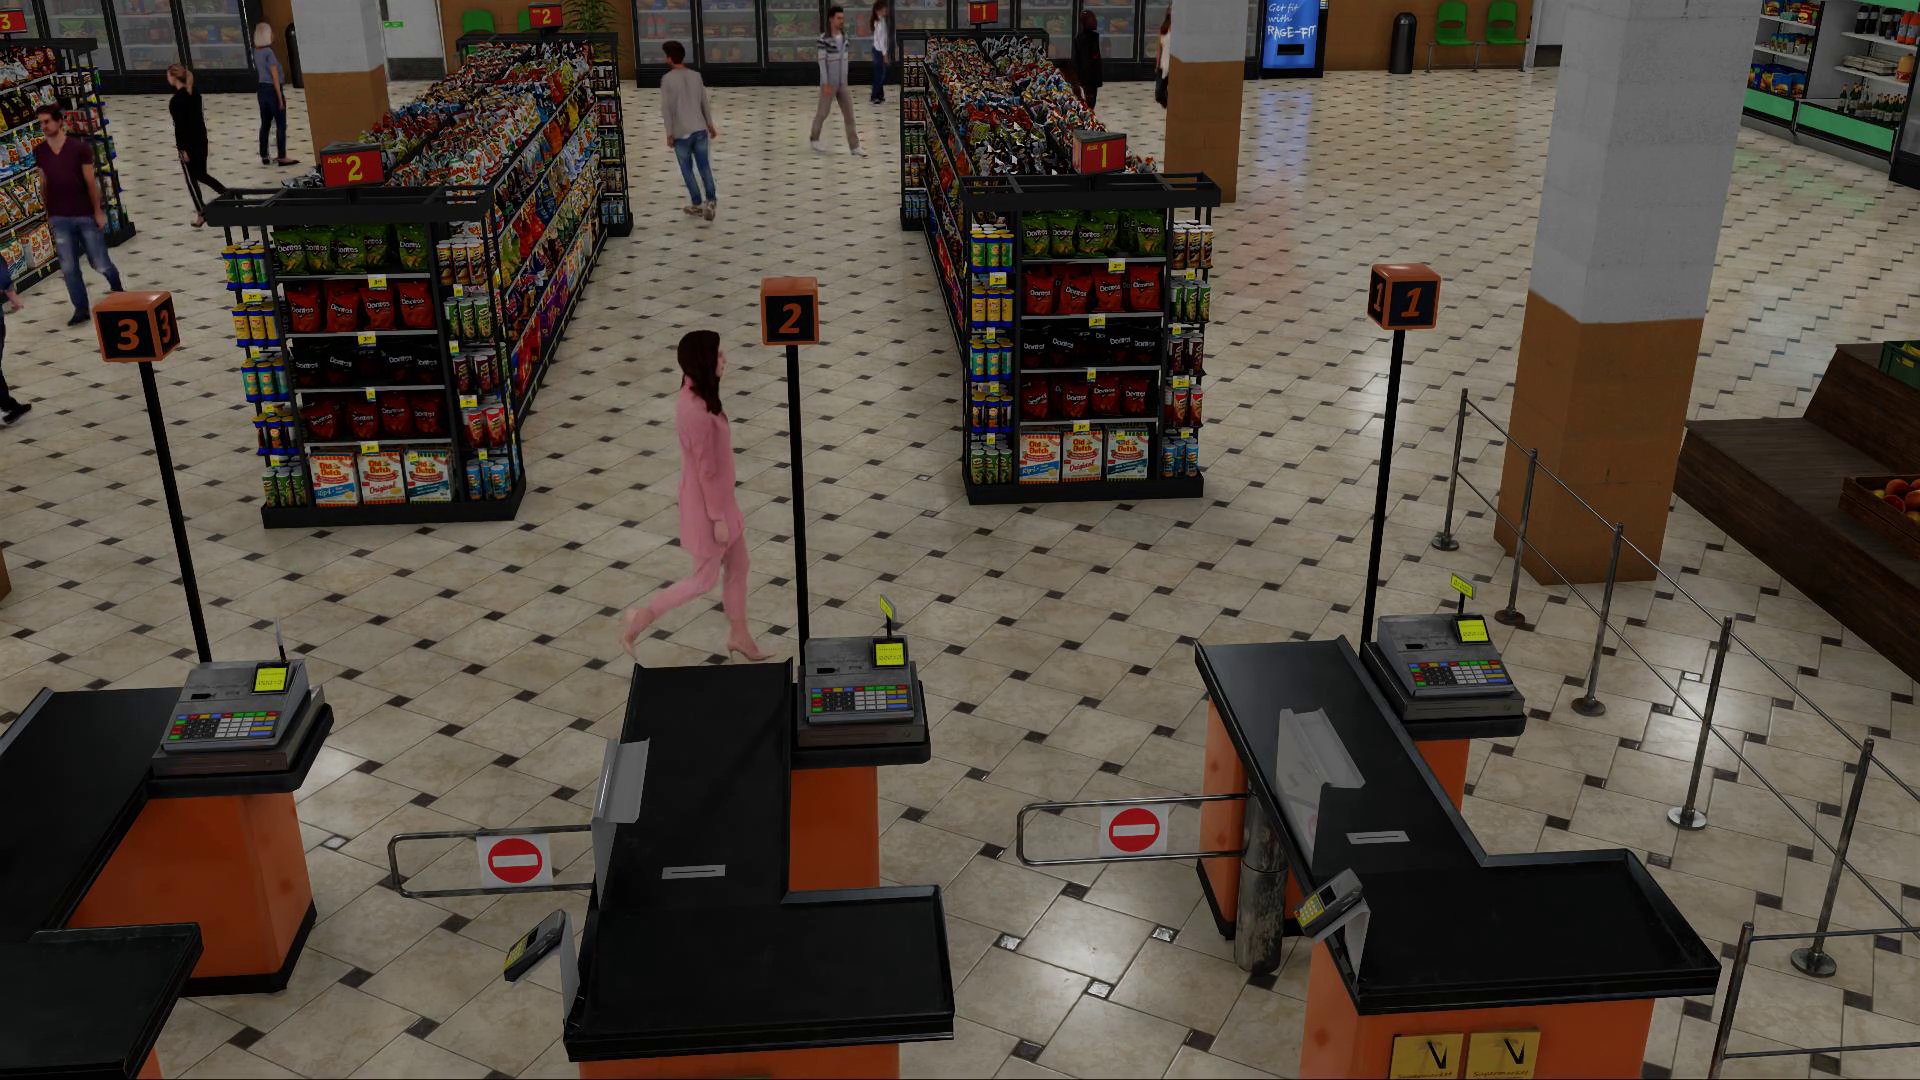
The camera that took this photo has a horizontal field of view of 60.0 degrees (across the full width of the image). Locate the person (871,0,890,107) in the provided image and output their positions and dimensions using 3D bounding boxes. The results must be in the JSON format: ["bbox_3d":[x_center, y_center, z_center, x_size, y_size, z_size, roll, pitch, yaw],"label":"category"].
[{"bbox_3d":[-1.213,-7.323,24.968,0.794,1.535,0.451,-8,25,-17],"label":"person"}]

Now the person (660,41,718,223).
[{"bbox_3d":[-2.843,-4.285,17.622,1.069,1.857,1.190,-8,25,-17],"label":"person"}]

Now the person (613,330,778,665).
[{"bbox_3d":[-1.336,-0.139,8.247,0.681,1.777,0.970,-2,24,-4],"label":"person"}]

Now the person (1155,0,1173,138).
[{"bbox_3d":[2.893,-6.372,22.495,0.820,1.775,0.883,17,29,34],"label":"person"}]

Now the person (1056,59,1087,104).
[{"bbox_3d":[1.187,-4.228,17.738,0.895,1.660,1.064,-15,28,-31],"label":"person"}]

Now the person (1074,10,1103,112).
[{"bbox_3d":[1.586,-5.759,21.030,0.795,1.825,0.605,2,24,5],"label":"person"}]

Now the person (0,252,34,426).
[{"bbox_3d":[-6.764,-1.506,11.356,0.888,1.789,1.224,3,24,7],"label":"person"}]

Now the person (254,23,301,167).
[{"bbox_3d":[-8.585,-5.516,20.615,0.759,1.714,0.811,13,27,27],"label":"person"}]

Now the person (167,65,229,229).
[{"bbox_3d":[-7.934,-4.084,17.375,0.832,1.688,0.858,5,24,12],"label":"person"}]

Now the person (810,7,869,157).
[{"bbox_3d":[-1.664,-5.809,21.163,1.153,1.810,1.311,-19,30,-37],"label":"person"}]

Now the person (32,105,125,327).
[{"bbox_3d":[-7.549,-2.798,14.255,0.658,1.833,0.940,-2,24,-4],"label":"person"}]
